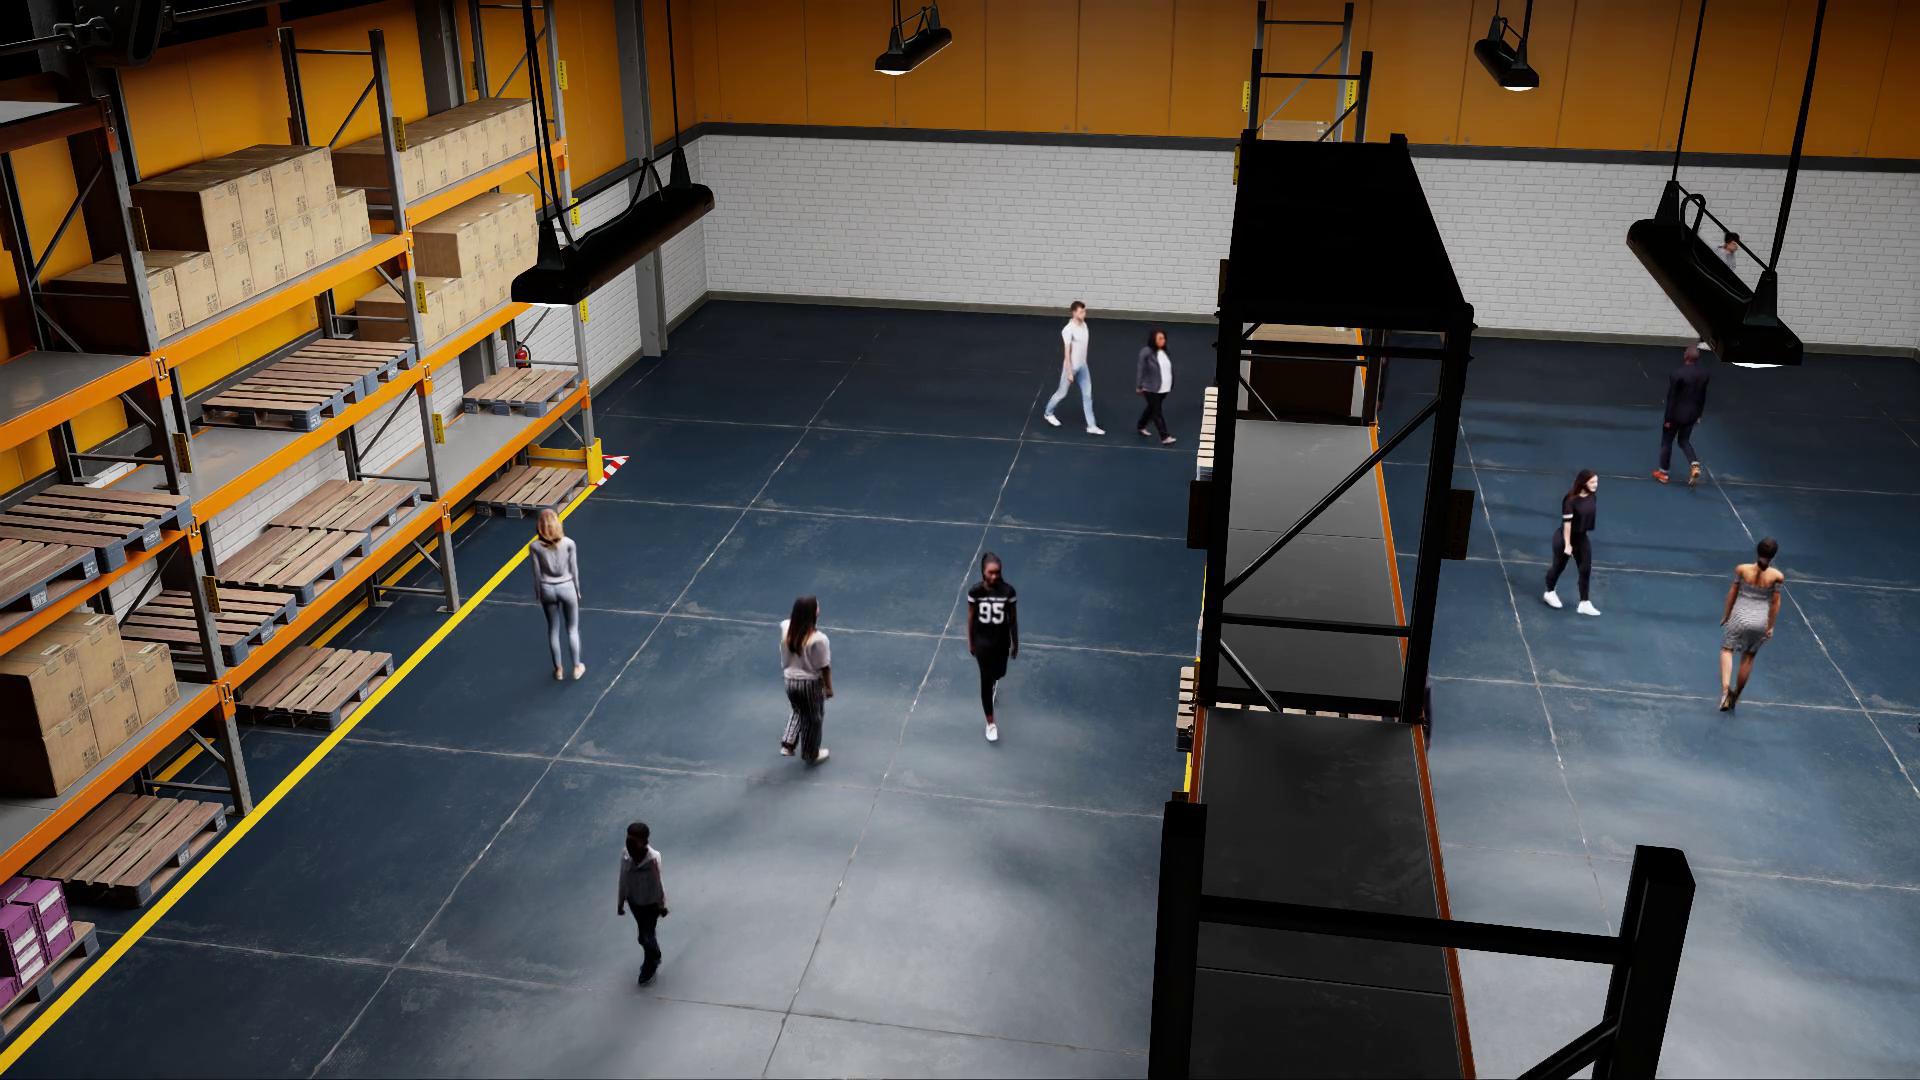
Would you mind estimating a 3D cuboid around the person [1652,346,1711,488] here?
[{"bbox_3d":[9.056,-1.504,20.764,0.937,1.800,1.122,-5,24,-12],"label":"person"}]

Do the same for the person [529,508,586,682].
[{"bbox_3d":[-3.901,0.530,16.118,0.649,1.794,0.624,-3,24,-7],"label":"person"}]

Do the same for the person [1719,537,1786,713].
[{"bbox_3d":[7.278,0.835,15.401,0.740,1.811,0.864,11,26,24],"label":"person"}]

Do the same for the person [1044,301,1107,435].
[{"bbox_3d":[1.483,-2.351,22.695,1.156,1.806,1.252,19,30,37],"label":"person"}]

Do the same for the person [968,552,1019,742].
[{"bbox_3d":[0.289,0.918,15.351,0.782,1.698,1.193,-1,24,-2],"label":"person"}]

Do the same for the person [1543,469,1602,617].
[{"bbox_3d":[6.412,-0.023,17.609,0.914,1.614,1.020,-11,26,-23],"label":"person"}]

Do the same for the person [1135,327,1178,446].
[{"bbox_3d":[2.586,-2.075,22.377,1.110,1.554,1.127,-19,30,-37],"label":"person"}]

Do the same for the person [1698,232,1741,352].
[{"bbox_3d":[11.829,-3.903,26.119,0.859,1.908,0.753,17,29,34],"label":"person"}]

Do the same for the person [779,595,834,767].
[{"bbox_3d":[-1.407,1.261,14.598,0.829,1.672,0.871,16,28,32],"label":"person"}]

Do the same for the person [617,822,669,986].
[{"bbox_3d":[-2.262,2.573,12.126,0.589,1.248,0.657,12,26,25],"label":"person"}]
